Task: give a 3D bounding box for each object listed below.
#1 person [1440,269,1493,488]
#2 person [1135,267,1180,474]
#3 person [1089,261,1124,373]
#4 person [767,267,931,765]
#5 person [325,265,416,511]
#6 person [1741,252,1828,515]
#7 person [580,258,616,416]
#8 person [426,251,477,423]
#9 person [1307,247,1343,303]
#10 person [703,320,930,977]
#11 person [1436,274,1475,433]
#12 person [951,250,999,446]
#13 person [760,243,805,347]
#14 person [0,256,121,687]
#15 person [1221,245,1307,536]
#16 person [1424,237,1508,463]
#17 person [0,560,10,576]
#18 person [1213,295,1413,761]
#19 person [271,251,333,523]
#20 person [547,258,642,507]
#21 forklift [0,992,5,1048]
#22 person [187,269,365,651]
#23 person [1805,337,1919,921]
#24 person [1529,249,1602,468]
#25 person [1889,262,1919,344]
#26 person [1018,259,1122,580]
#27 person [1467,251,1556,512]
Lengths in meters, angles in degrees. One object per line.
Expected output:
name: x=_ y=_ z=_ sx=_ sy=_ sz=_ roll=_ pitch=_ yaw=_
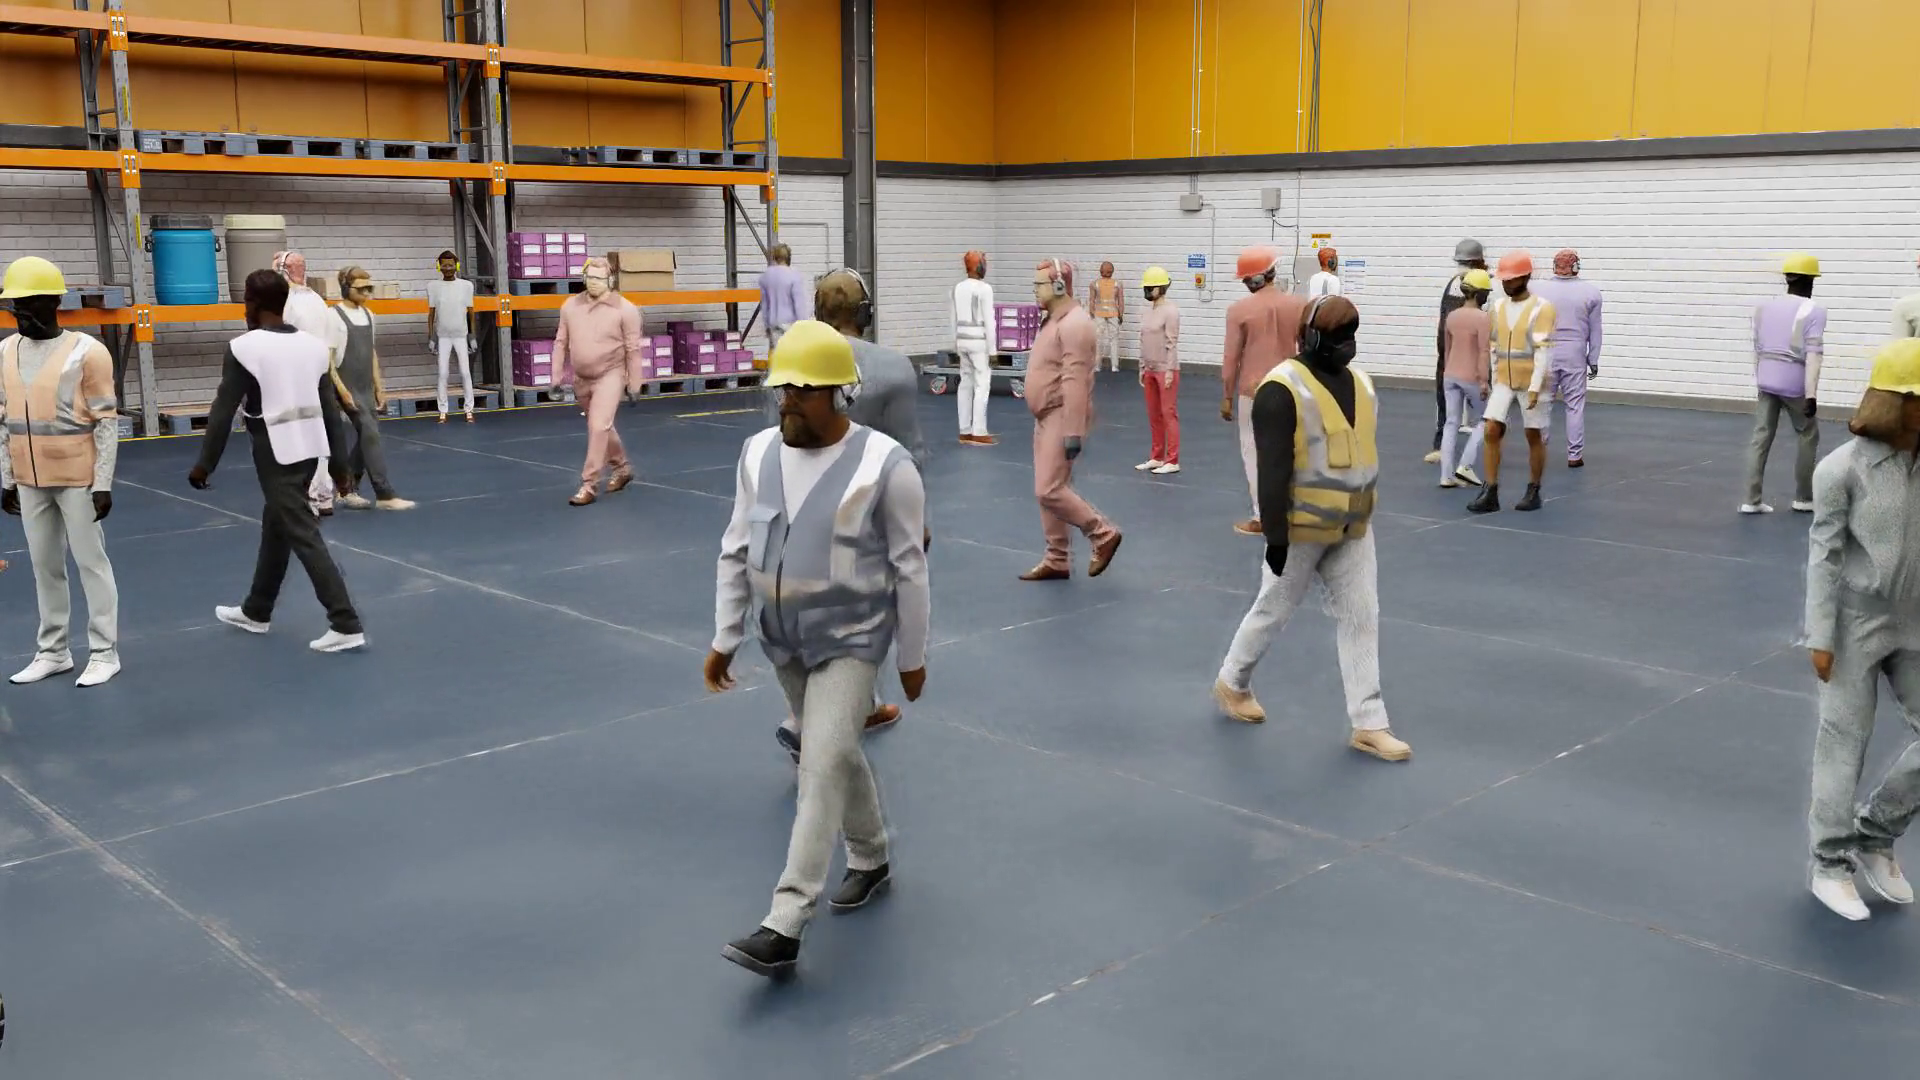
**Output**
person: x=4.055 y=-1.277 z=13.285 sx=0.467 sy=1.747 sz=0.544 roll=-5 pitch=12 yaw=-27
person: x=1.682 y=-1.442 z=14.189 sx=0.348 sy=1.757 sz=0.517 roll=-5 pitch=12 yaw=-27
person: x=2.160 y=-3.285 z=24.549 sx=0.515 sy=1.641 sz=0.309 roll=1 pitch=10 yaw=4
person: x=-0.477 y=-0.085 z=6.391 sx=0.628 sy=1.912 sz=0.940 roll=6 pitch=12 yaw=29
person: x=-4.357 y=-1.089 z=12.134 sx=0.636 sy=1.809 sz=0.578 roll=2 pitch=11 yaw=13
person: x=6.051 y=-1.122 z=12.046 sx=0.806 sy=1.896 sz=0.628 roll=-5 pitch=11 yaw=-25
person: x=-4.052 y=-2.248 z=18.553 sx=0.314 sy=1.769 sz=0.524 roll=-8 pitch=13 yaw=-38
person: x=-5.486 y=-2.185 z=17.969 sx=0.505 sy=1.860 sz=0.320 roll=-2 pitch=11 yaw=-13
person: x=4.176 y=-2.390 z=19.006 sx=0.355 sy=1.885 sz=0.574 roll=-4 pitch=11 yaw=-23
person: x=-0.431 y=0.282 z=4.688 sx=0.590 sy=1.781 sz=0.935 roll=7 pitch=12 yaw=32
person: x=5.121 y=-1.918 z=17.103 sx=0.310 sy=1.638 sz=0.523 roll=-6 pitch=12 yaw=-28
person: x=0.147 y=-1.852 z=16.075 sx=0.345 sy=1.883 sz=0.577 roll=-8 pitch=13 yaw=-39
person: x=-2.154 y=-2.623 z=20.147 sx=0.646 sy=1.928 sz=0.536 roll=7 pitch=13 yaw=35
person: x=-4.061 y=-0.297 z=7.473 sx=0.586 sy=1.928 sz=0.365 roll=2 pitch=11 yaw=11
person: x=2.133 y=-0.994 z=11.222 sx=0.774 sy=1.956 sz=0.363 roll=-2 pitch=11 yaw=-12
person: x=4.578 y=-1.709 z=14.861 sx=0.767 sy=2.000 sz=0.693 roll=-9 pitch=13 yaw=-39
person: x=-5.872 y=-0.608 z=9.315 sx=0.644 sy=1.886 sz=1.048 roll=4 pitch=11 yaw=20
person: x=1.387 y=-0.078 z=6.636 sx=0.639 sy=1.802 sz=0.950 roll=-7 pitch=13 yaw=-34
person: x=-4.688 y=-1.071 z=11.747 sx=0.407 sy=1.910 sz=0.638 roll=0 pitch=10 yaw=1
person: x=-2.774 y=-1.232 z=12.789 sx=0.642 sy=1.856 sz=1.035 roll=4 pitch=11 yaw=20
forklift: x=-3.245 y=0.323 z=3.363 sx=2.313 sy=2.155 sz=1.214 roll=2 pitch=11 yaw=13
person: x=-3.345 y=-0.393 z=8.196 sx=1.036 sy=1.859 sz=0.594 roll=4 pitch=11 yaw=19
person: x=2.740 y=0.275 z=4.889 sx=0.518 sy=1.731 sz=0.369 roll=-1 pitch=10 yaw=-7
person: x=5.263 y=-1.586 z=14.569 sx=0.649 sy=1.904 sz=0.401 roll=3 pitch=11 yaw=18
person: x=6.533 y=-1.015 z=11.207 sx=0.611 sy=1.994 sz=0.379 roll=1 pitch=10 yaw=3
person: x=0.614 y=-0.674 z=9.631 sx=0.506 sy=1.889 sz=0.665 roll=-2 pitch=11 yaw=-11
person: x=4.024 y=-1.129 z=12.079 sx=0.801 sy=1.894 sz=0.572 roll=-8 pitch=13 yaw=-38
